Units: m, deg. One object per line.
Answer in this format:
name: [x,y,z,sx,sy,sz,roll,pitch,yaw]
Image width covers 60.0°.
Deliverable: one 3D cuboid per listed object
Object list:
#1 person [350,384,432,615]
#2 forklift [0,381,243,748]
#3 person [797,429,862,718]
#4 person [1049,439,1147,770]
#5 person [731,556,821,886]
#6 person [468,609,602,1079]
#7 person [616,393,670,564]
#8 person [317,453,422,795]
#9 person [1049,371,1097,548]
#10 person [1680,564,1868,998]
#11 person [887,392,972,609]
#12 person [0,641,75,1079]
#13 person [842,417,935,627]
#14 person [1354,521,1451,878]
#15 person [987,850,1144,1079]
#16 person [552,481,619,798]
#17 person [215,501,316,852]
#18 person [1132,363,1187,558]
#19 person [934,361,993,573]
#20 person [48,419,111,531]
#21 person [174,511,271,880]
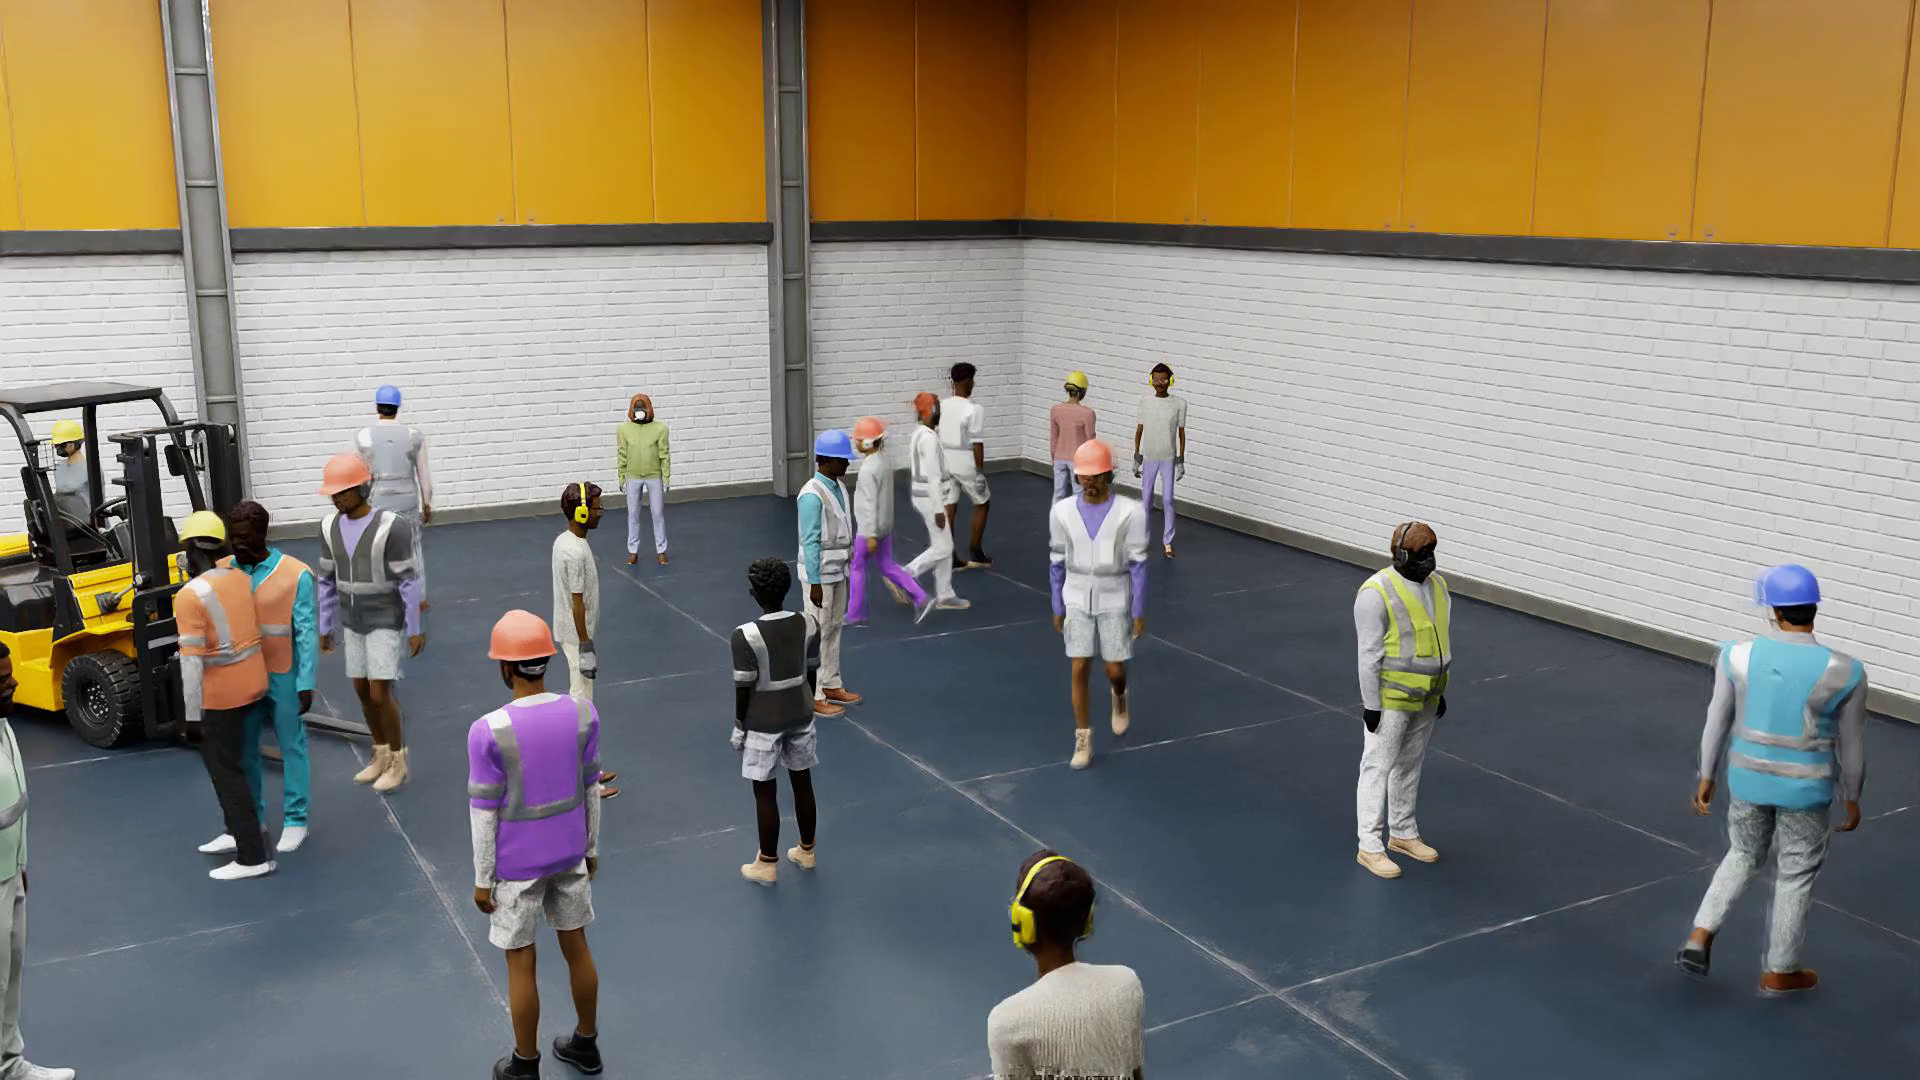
person: [-4.684,-0.314,13.706,0.623,1.932,0.426,-6,13,-25]
forklift: [-5.853,0.085,11.199,2.313,2.155,1.214,7,14,28]
person: [-0.882,0.219,11.179,0.417,1.939,0.605,4,13,17]
person: [0.851,0.370,10.255,0.620,2.031,0.667,4,13,17]
person: [-0.936,0.919,8.474,0.532,1.694,0.319,-10,16,-40]
person: [-1.664,1.220,6.517,0.545,1.929,0.388,-11,16,-42]
person: [-2.965,-0.570,15.622,0.496,1.626,0.287,0,12,-2]
person: [-3.495,0.493,9.701,0.635,2.018,0.586,4,13,20]
person: [1.108,-0.769,16.246,0.524,1.757,0.354,9,15,36]
person: [3.548,1.070,7.229,0.545,1.925,0.598,-10,16,-40]
person: [-0.243,-0.305,13.839,0.644,1.850,0.611,-1,12,-4]
person: [-3.671,1.283,6.259,0.384,1.911,0.589,-4,13,-16]
person: [-0.624,-0.134,13.351,0.784,1.726,0.574,3,12,14]
person: [2.313,0.810,8.632,0.621,1.845,0.429,-9,15,-36]
person: [0.274,1.732,4.378,0.512,1.825,0.667,-10,16,-40]
person: [-2.188,0.585,9.659,0.334,1.860,0.509,-4,13,-17]
person: [-3.714,0.719,8.911,0.605,1.909,0.400,2,12,9]
person: [1.906,-0.763,15.939,0.511,1.872,0.328,3,12,13]
person: [0.065,-0.678,15.345,0.625,1.946,0.659,9,15,38]
person: [-6.846,-0.071,12.968,0.518,1.756,0.351,5,13,23]
person: [-3.797,0.794,8.596,0.492,1.884,0.621,1,12,5]
